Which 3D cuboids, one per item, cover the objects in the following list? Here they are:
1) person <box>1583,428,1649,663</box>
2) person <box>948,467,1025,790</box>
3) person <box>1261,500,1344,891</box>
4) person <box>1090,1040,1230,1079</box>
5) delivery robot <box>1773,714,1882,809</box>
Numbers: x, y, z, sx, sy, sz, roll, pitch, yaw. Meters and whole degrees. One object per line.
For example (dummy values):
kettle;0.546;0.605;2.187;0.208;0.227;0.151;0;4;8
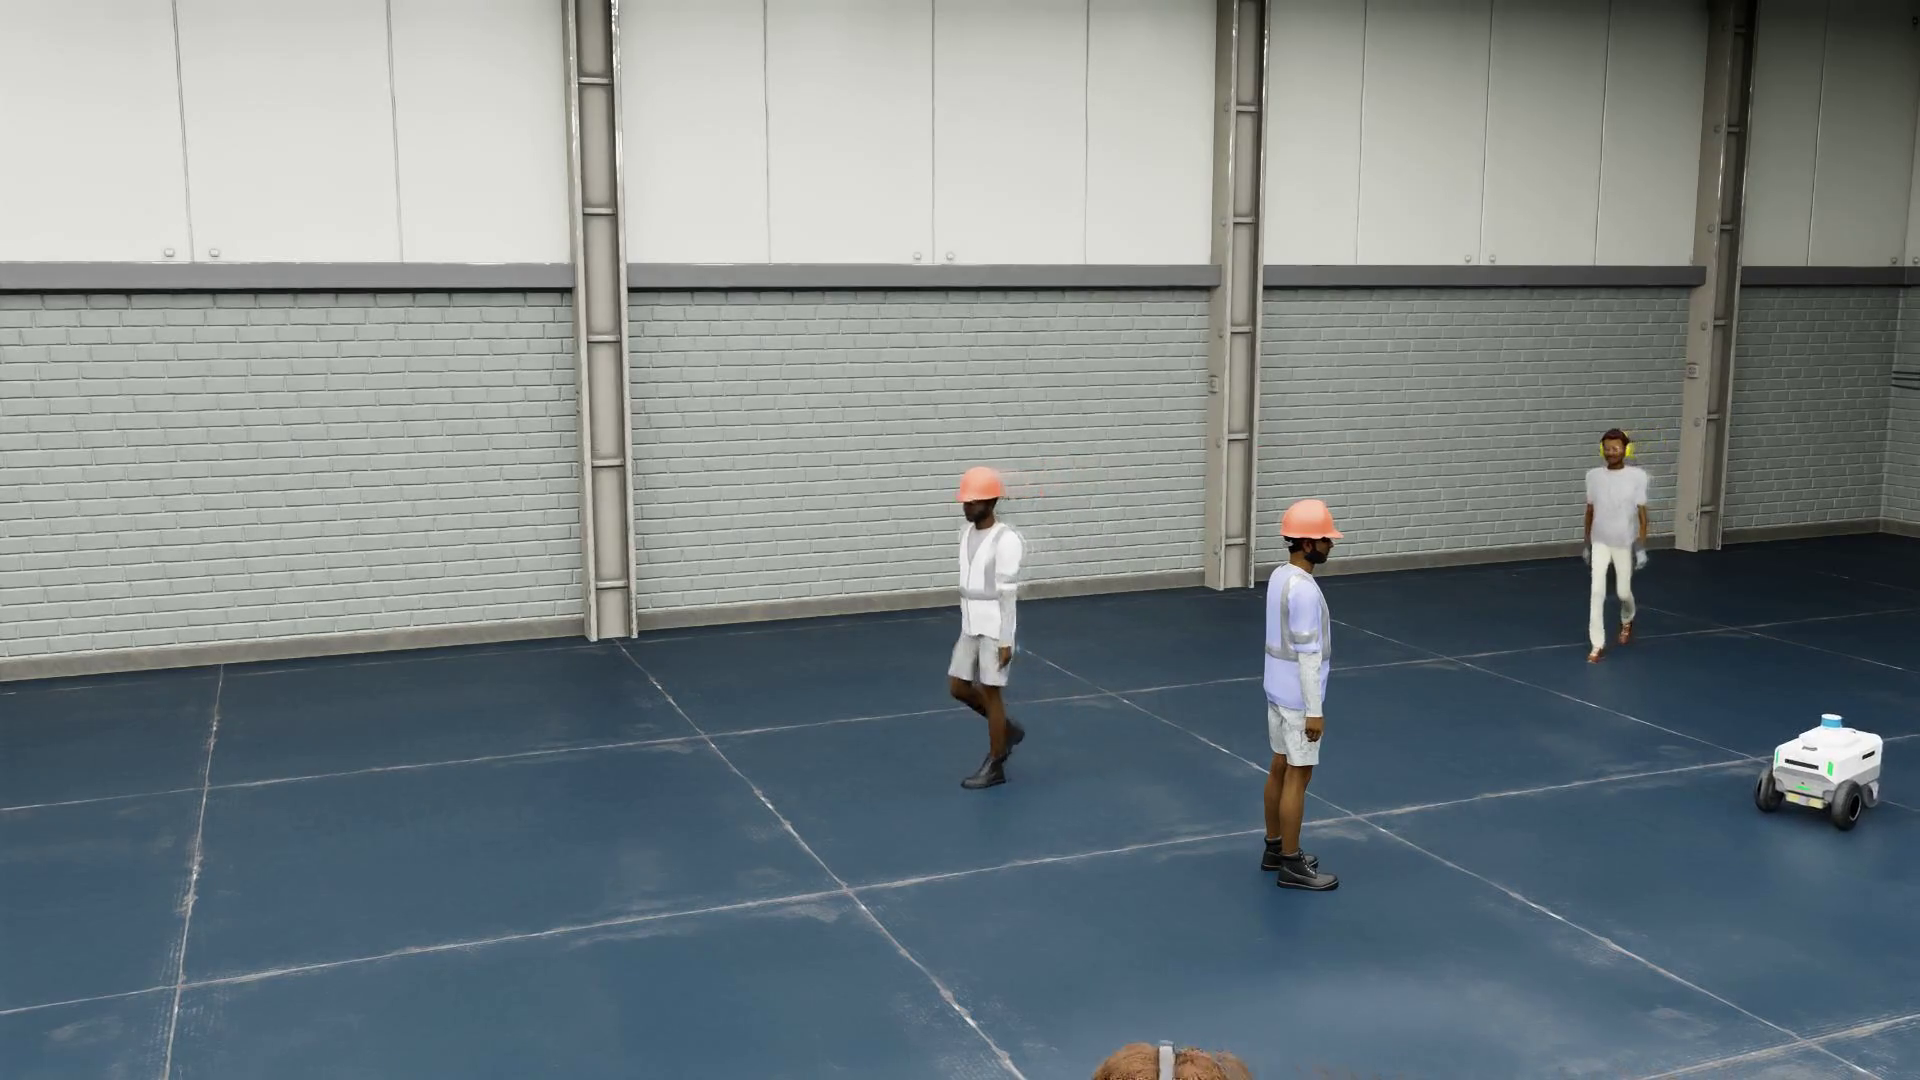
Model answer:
person;5.210;0.024;13.196;0.526;1.846;0.792;6;11;34
person;0.176;0.516;9.869;0.491;1.924;0.551;-7;11;-37
person;1.697;0.761;8.264;0.359;1.938;0.545;-1;9;-6
person;0.283;1.699;2.743;0.648;1.820;0.647;1;9;9
delivery robot;4.892;1.227;9.370;0.707;0.478;0.477;-8;12;-40
